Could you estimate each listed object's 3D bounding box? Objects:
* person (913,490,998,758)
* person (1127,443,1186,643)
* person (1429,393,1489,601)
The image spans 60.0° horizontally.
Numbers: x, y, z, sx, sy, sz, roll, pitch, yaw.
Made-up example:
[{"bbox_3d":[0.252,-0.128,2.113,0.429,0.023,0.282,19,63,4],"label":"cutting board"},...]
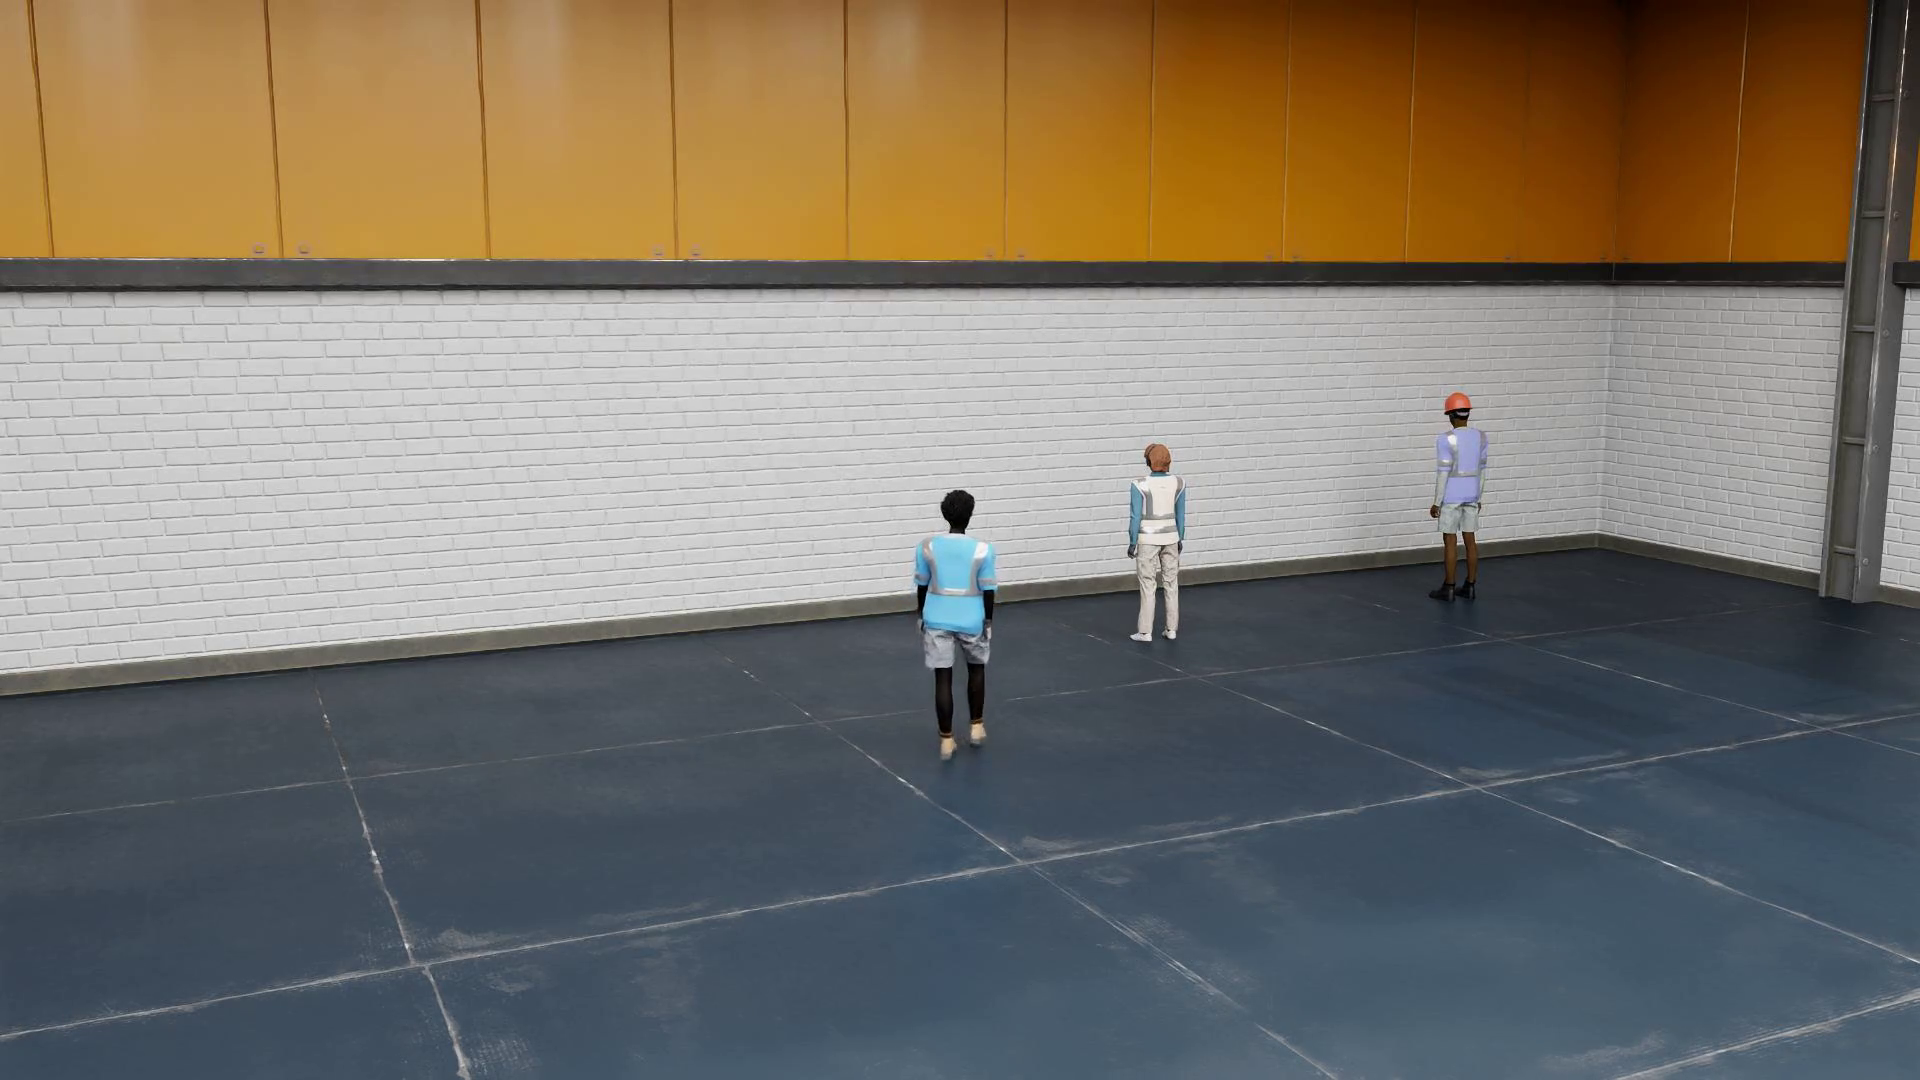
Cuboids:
[{"bbox_3d":[-0.022,0.513,10.531,0.541,1.673,0.641,1,9,5],"label":"person"},{"bbox_3d":[1.613,0.030,13.623,0.520,1.640,0.307,-4,10,-22],"label":"person"},{"bbox_3d":[4.588,-0.395,15.373,0.542,1.927,0.374,-4,10,-21],"label":"person"}]
